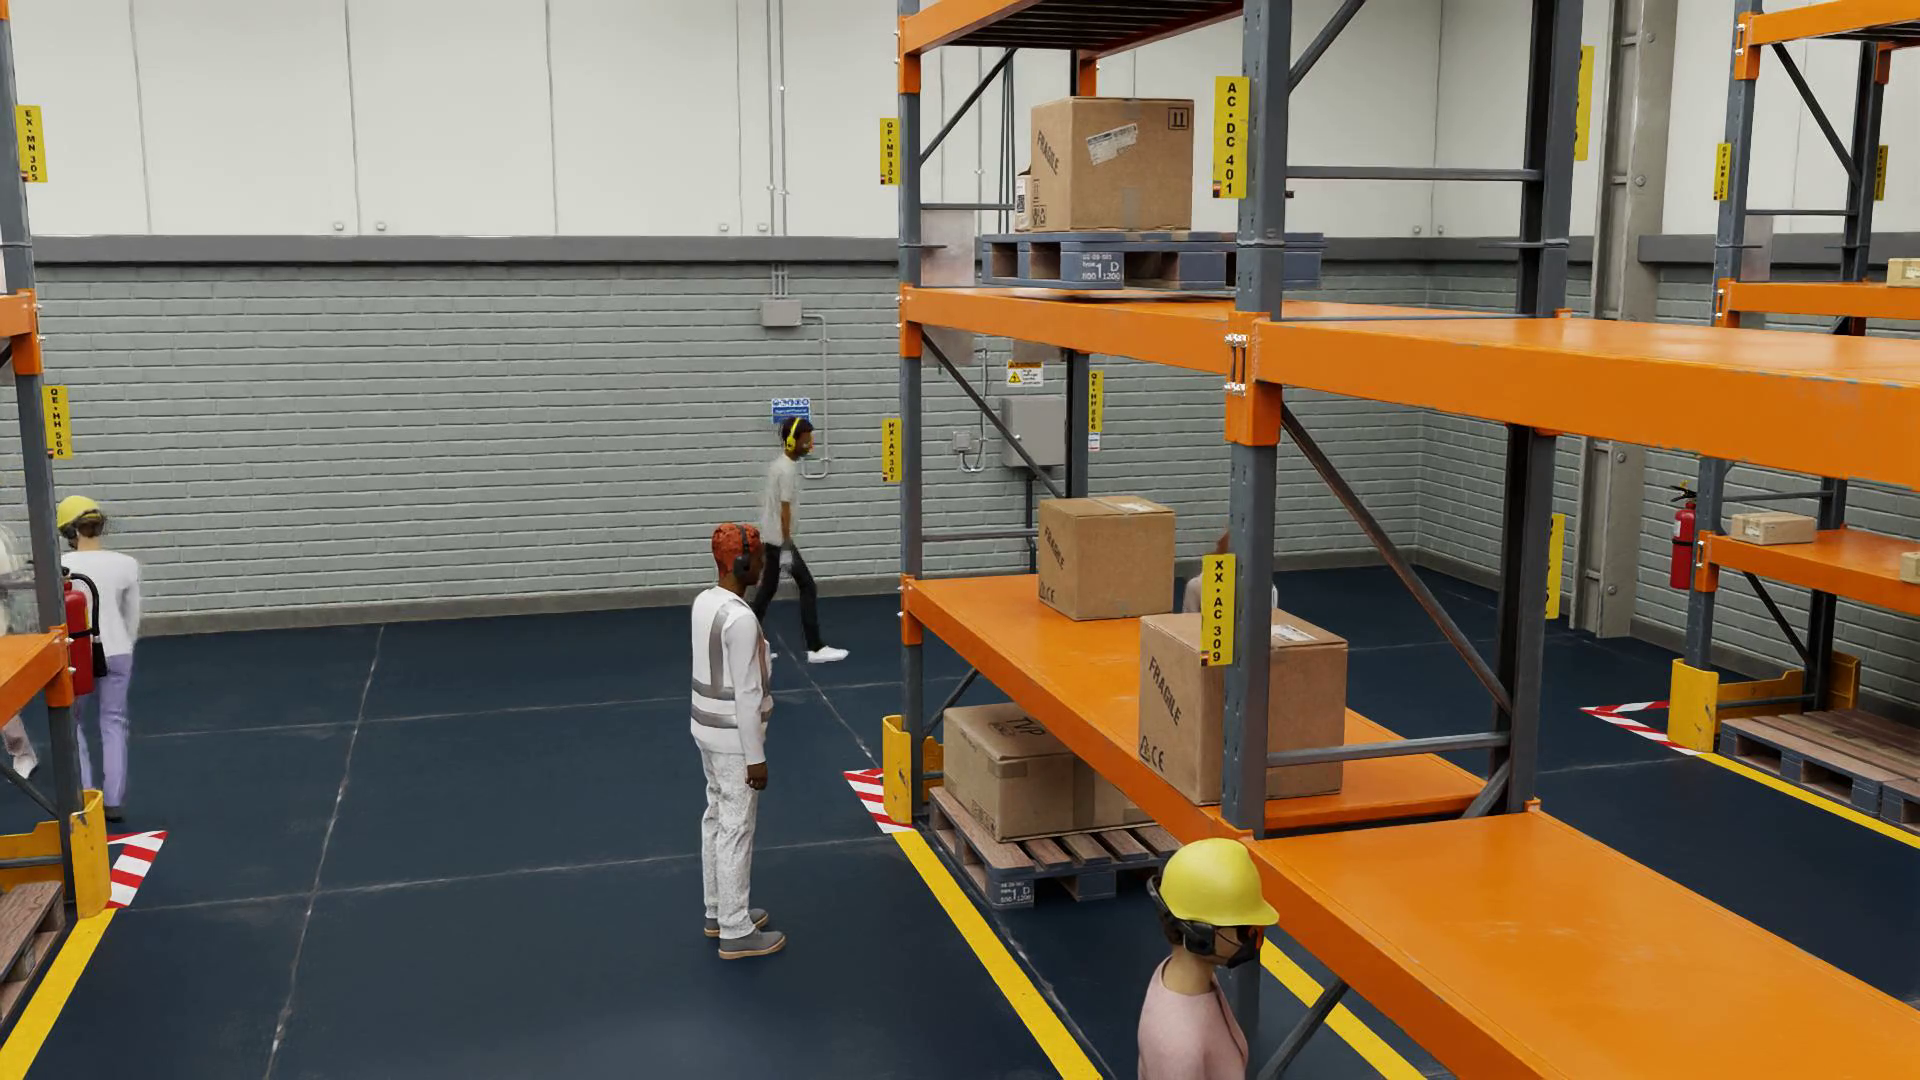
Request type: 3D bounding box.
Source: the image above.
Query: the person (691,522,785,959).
[{"bbox_3d":[-0.973,0.855,7.170,0.359,1.880,0.575,-5,11,-25],"label":"person"}]

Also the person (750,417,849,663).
[{"bbox_3d":[-1.213,0.017,12.106,0.869,1.819,0.624,-2,10,-11],"label":"person"}]

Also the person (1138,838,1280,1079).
[{"bbox_3d":[0.527,1.515,3.751,0.336,1.757,0.518,2,10,13],"label":"person"}]

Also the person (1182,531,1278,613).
[{"bbox_3d":[1.410,0.704,8.843,0.505,1.585,0.806,1,10,5],"label":"person"}]

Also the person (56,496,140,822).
[{"bbox_3d":[-4.601,0.634,8.822,0.478,1.722,0.551,8,13,39],"label":"person"}]

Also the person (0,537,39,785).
[{"bbox_3d":[-5.461,0.531,9.101,0.590,1.841,1.033,1,10,7],"label":"person"}]
